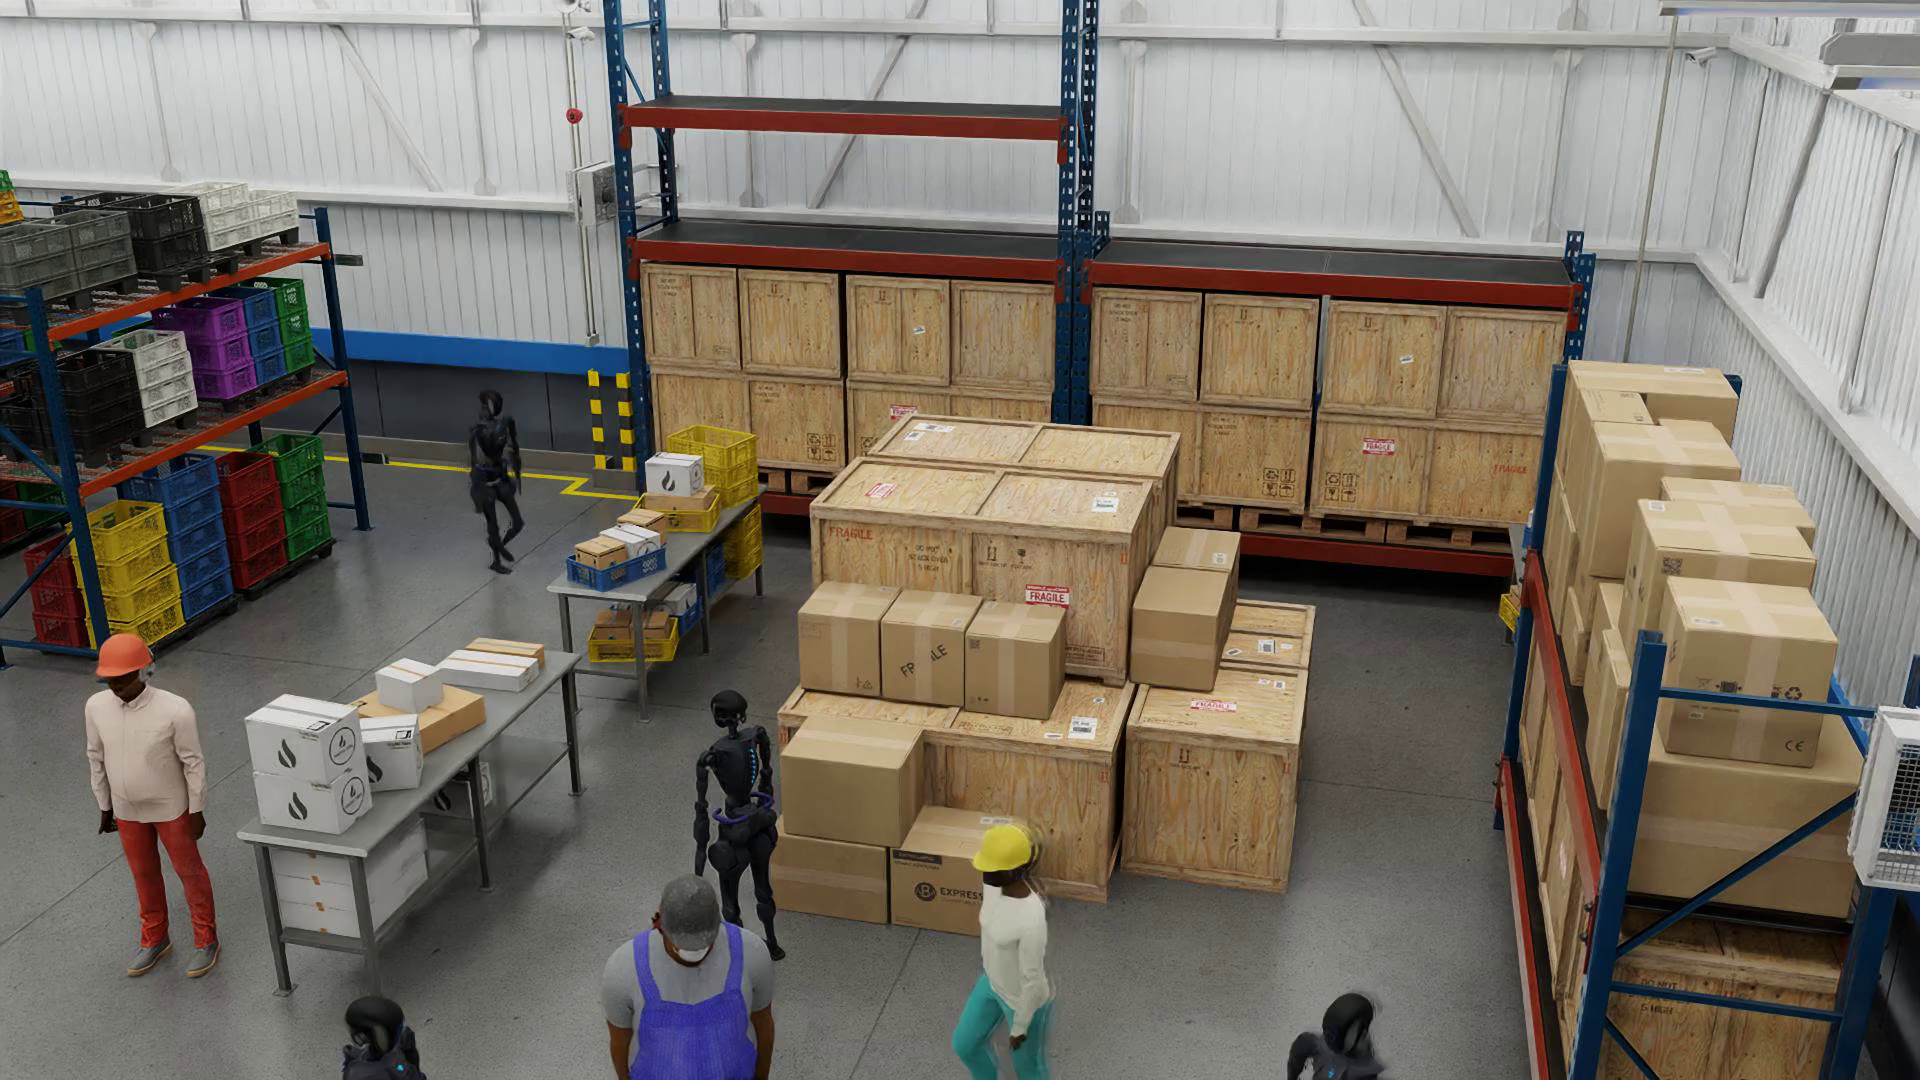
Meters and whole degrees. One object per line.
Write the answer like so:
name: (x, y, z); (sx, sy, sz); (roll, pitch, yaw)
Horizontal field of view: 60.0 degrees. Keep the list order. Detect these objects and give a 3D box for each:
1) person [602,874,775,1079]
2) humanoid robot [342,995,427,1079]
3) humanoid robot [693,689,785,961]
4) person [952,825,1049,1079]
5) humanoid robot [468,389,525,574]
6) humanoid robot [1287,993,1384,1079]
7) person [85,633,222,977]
person: (-1.073, 2.212, 6.779); (0.683, 2.000, 0.535); (-5, 21, -13)
humanoid robot: (-2.229, 2.494, 6.545); (0.313, 1.653, 0.562); (3, 21, 9)
humanoid robot: (-1.186, 1.569, 8.963); (0.308, 1.652, 0.579); (16, 26, 36)
person: (0.177, 2.066, 7.551); (0.490, 1.747, 0.552); (-10, 23, -25)
humanoid robot: (-4.004, -0.499, 14.381); (0.416, 1.642, 0.585); (16, 26, 35)
humanoid robot: (1.455, 2.505, 6.551); (0.432, 1.659, 0.597); (-17, 27, -38)
person: (-4.335, 1.419, 8.915); (0.610, 1.997, 0.376); (1, 21, 3)
